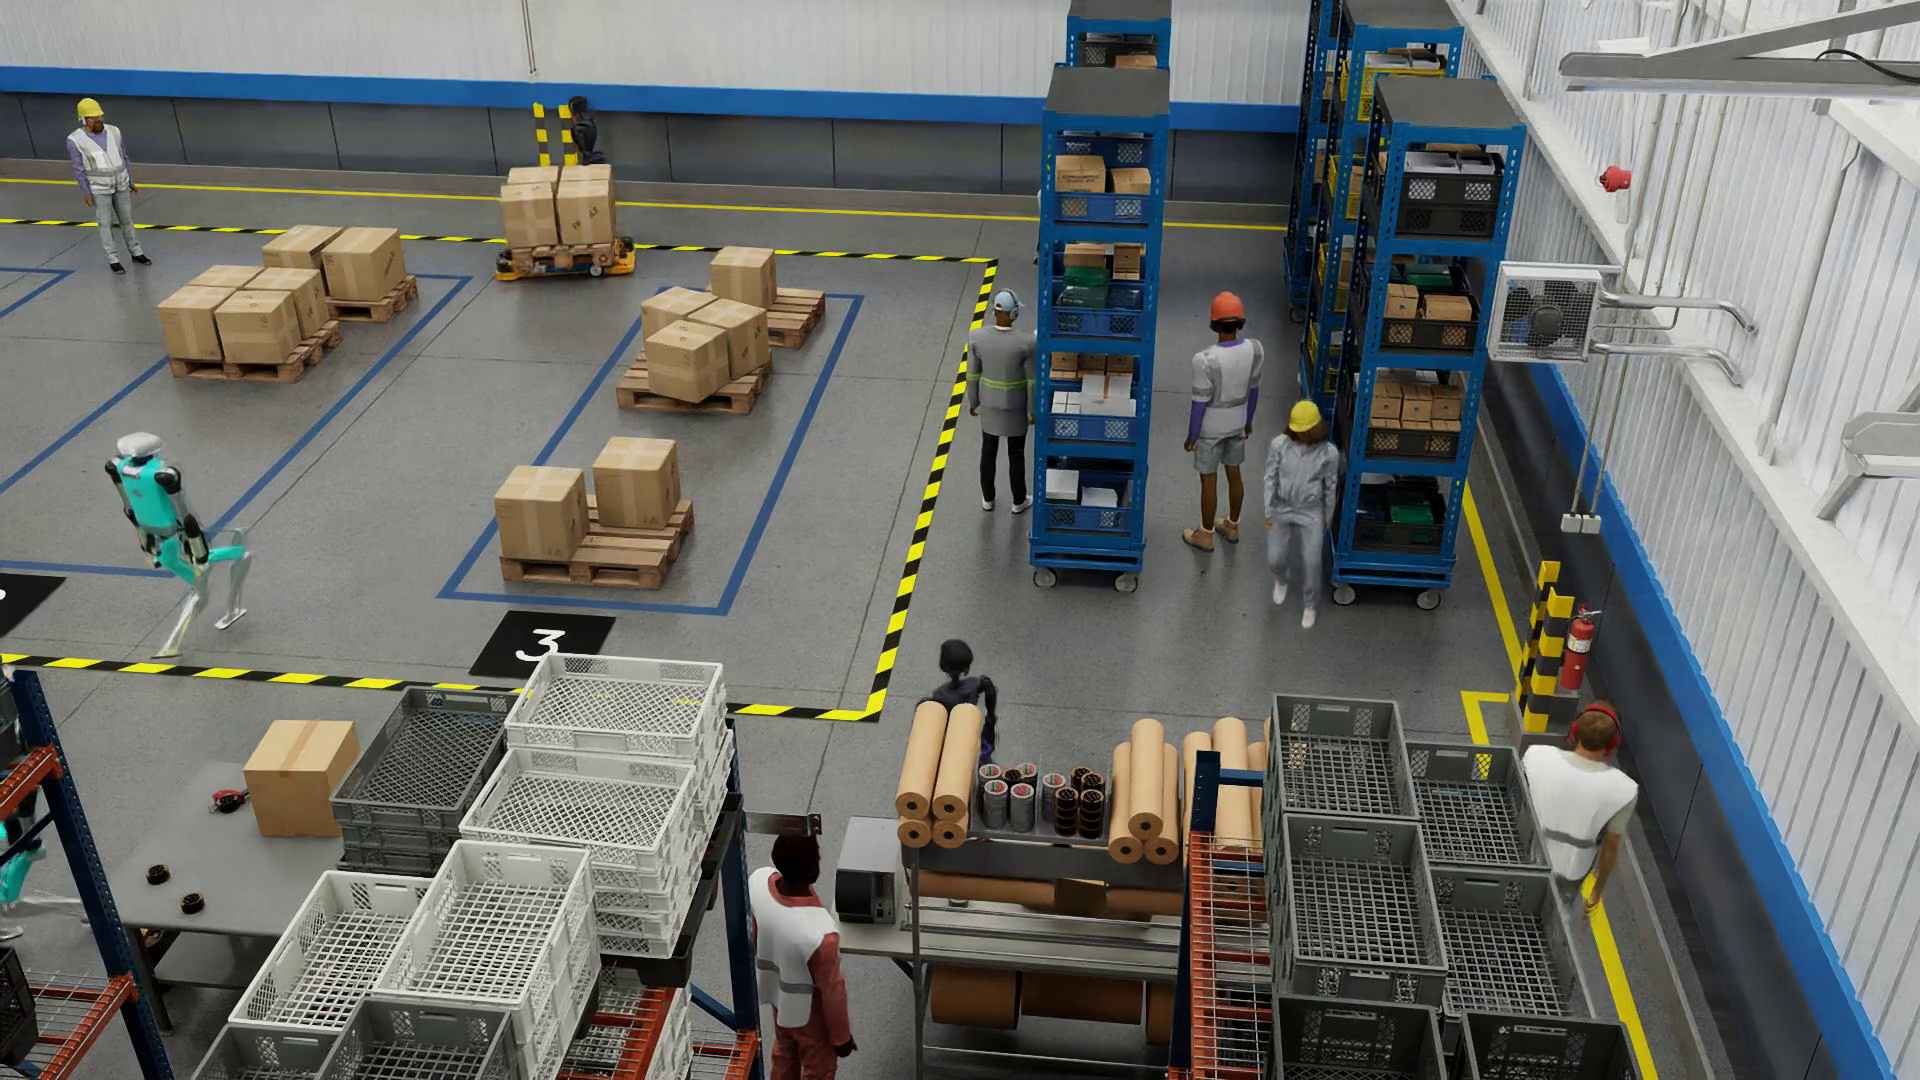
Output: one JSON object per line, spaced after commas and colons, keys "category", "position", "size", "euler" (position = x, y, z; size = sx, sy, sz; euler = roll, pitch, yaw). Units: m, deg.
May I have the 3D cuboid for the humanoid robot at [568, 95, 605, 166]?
{"category": "humanoid robot", "position": [-4.066, -4.040, 18.220], "size": [0.430, 1.643, 0.608], "euler": [-2, 30, -4]}

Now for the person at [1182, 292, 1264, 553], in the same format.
{"category": "person", "position": [1.928, -0.871, 12.413], "size": [0.608, 2.037, 0.397], "euler": [-15, 33, -24]}

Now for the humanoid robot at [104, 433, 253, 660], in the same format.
{"category": "humanoid robot", "position": [-5.204, -0.015, 11.235], "size": [0.530, 1.729, 1.021], "euler": [10, 32, 16]}

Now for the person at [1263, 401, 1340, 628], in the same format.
{"category": "person", "position": [2.355, -0.199, 11.564], "size": [0.498, 1.721, 0.418], "euler": [10, 32, 17]}

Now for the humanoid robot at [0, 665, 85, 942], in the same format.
{"category": "humanoid robot", "position": [-5.039, 1.488, 8.656], "size": [1.054, 1.731, 0.544], "euler": [-19, 35, -29]}

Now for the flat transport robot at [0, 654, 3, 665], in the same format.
{"category": "flat transport robot", "position": [-7.142, 0.969, 11.010], "size": [1.431, 0.231, 0.659], "euler": [3, 30, 6]}

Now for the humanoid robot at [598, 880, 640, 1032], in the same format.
{"category": "humanoid robot", "position": [-1.734, 1.900, 8.010], "size": [0.343, 1.648, 0.609], "euler": [-25, 39, -36]}

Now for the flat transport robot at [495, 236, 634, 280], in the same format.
{"category": "flat transport robot", "position": [-4.234, -3.037, 17.863], "size": [1.431, 0.197, 0.652], "euler": [-5, 31, -8]}

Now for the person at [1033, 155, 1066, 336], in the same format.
{"category": "person", "position": [0.924, -2.810, 15.915], "size": [0.508, 1.865, 0.329], "euler": [-18, 35, -28]}

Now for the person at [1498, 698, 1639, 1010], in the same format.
{"category": "person", "position": [3.013, 1.615, 8.378], "size": [0.571, 1.799, 0.954], "euler": [12, 32, 20]}

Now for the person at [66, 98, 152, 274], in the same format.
{"category": "person", "position": [-8.978, -3.740, 17.537], "size": [0.404, 1.837, 0.591], "euler": [20, 36, 30]}

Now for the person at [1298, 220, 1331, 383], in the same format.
{"category": "person", "position": [3.325, -2.278, 15.001], "size": [0.329, 1.865, 0.510], "euler": [26, 39, 37]}

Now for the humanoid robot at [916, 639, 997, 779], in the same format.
{"category": "humanoid robot", "position": [-0.012, 1.300, 9.042], "size": [0.610, 1.641, 0.414], "euler": [-20, 36, -31]}

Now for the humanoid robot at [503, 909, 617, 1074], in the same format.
{"category": "humanoid robot", "position": [-1.704, 2.190, 7.446], "size": [0.775, 1.775, 0.540], "euler": [10, 32, 16]}

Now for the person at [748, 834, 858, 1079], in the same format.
{"category": "person", "position": [-0.704, 2.069, 7.477], "size": [0.383, 1.921, 0.595], "euler": [-24, 38, -35]}

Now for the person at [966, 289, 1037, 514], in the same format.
{"category": "person", "position": [0.349, -1.076, 12.954], "size": [0.588, 1.846, 0.407], "euler": [9, 31, 15]}
